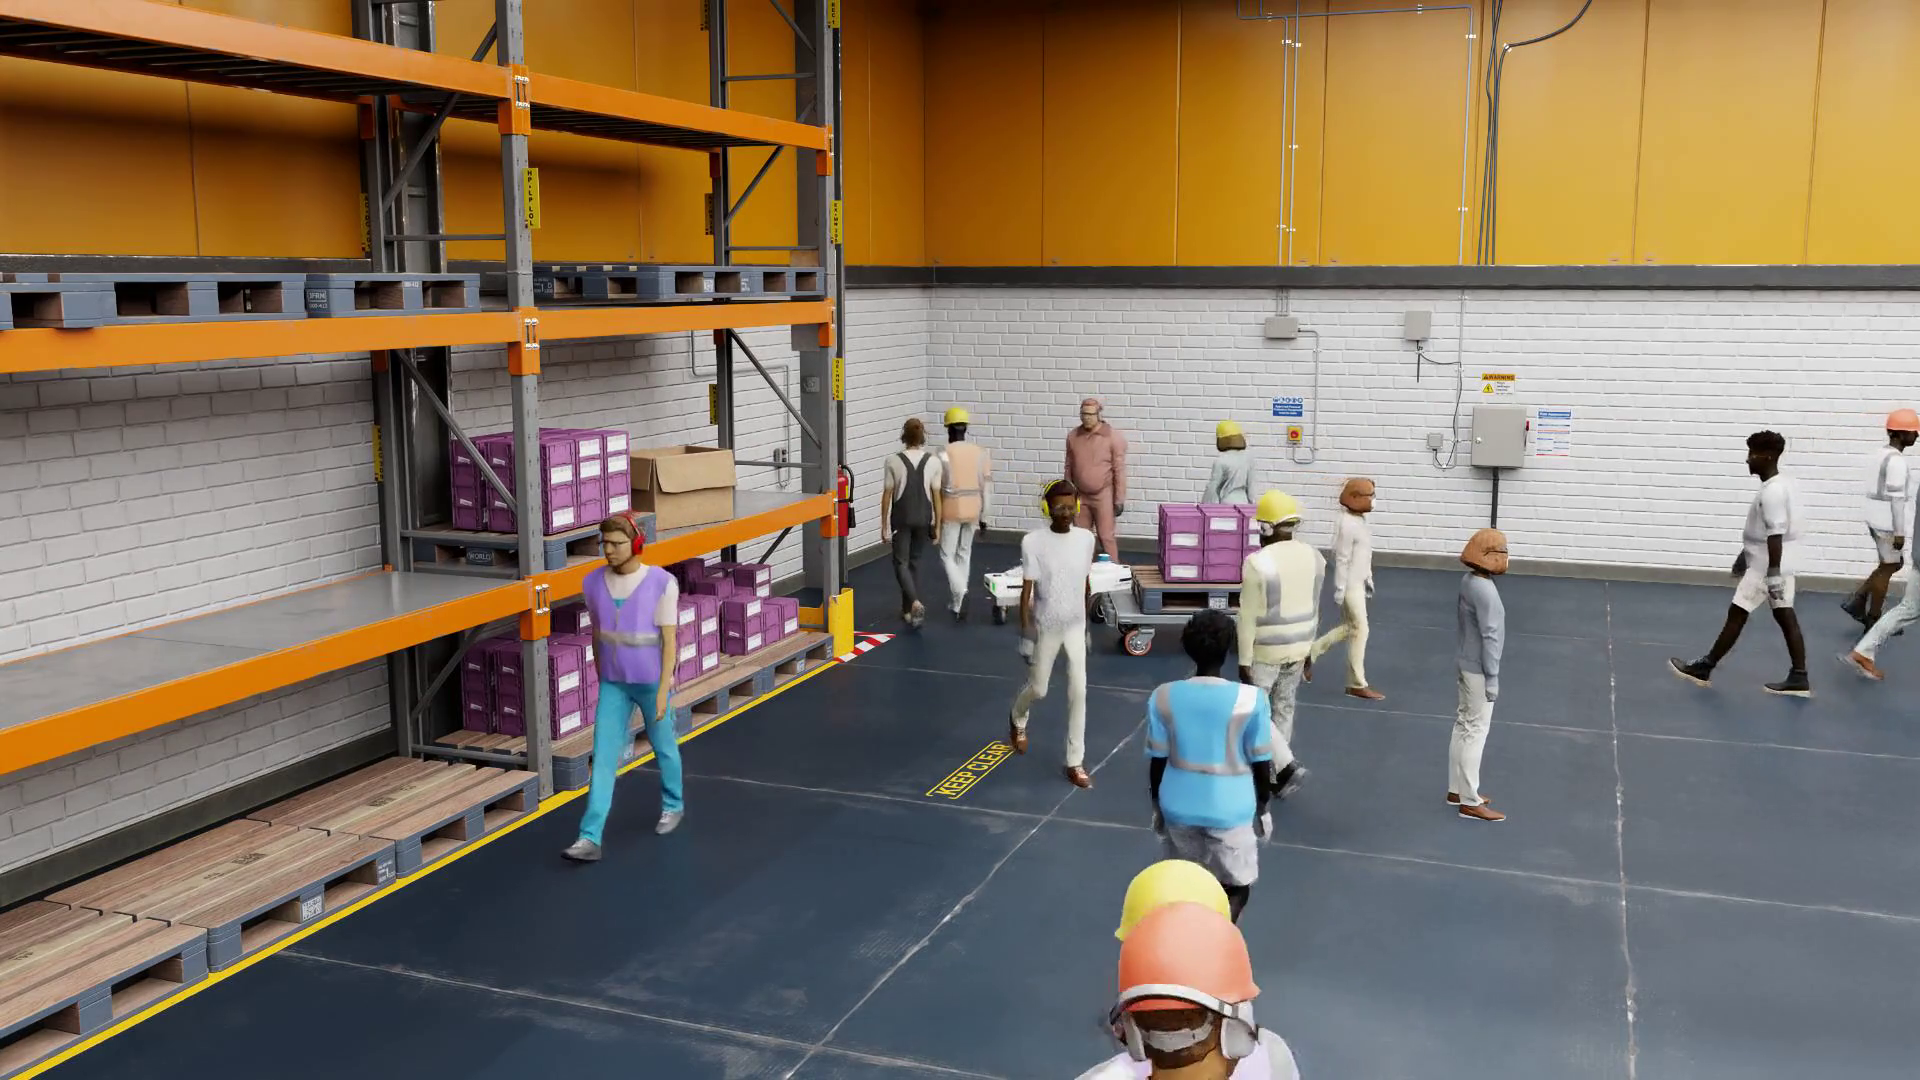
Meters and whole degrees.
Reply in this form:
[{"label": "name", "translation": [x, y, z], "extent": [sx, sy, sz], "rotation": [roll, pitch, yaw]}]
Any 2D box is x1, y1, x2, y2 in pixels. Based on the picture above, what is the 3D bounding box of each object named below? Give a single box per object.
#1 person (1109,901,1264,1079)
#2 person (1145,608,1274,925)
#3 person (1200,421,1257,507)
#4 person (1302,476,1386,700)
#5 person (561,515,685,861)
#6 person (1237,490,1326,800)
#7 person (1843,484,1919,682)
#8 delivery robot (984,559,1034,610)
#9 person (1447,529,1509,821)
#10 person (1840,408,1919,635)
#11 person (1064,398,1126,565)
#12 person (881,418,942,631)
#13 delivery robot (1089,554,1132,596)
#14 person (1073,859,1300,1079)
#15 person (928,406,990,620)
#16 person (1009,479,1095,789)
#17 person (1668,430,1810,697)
[{"label": "person", "translation": [0.358, 1.617, 2.854], "extent": [0.655, 1.950, 0.675], "rotation": [-6, 11, -32]}, {"label": "person", "translation": [0.990, 1.118, 6.806], "extent": [0.535, 1.678, 0.665], "rotation": [5, 10, 28]}, {"label": "person", "translation": [2.436, -0.254, 15.394], "extent": [0.494, 1.692, 0.894], "rotation": [-9, 13, -44]}, {"label": "person", "translation": [2.768, 0.329, 11.994], "extent": [0.617, 1.611, 0.501], "rotation": [4, 10, 23]}, {"label": "person", "translation": [-1.739, 0.757, 8.747], "extent": [0.574, 1.792, 0.984], "rotation": [3, 9, 16]}, {"label": "person", "translation": [1.835, 0.620, 9.524], "extent": [0.597, 1.815, 0.524], "rotation": [-5, 10, -29]}, {"label": "person", "translation": [7.111, 0.159, 12.192], "extent": [1.007, 1.905, 0.632], "rotation": [3, 10, 18]}, {"label": "delivery robot", "translation": [0.576, 0.404, 14.538], "extent": [0.707, 0.478, 0.477], "rotation": [-2, 9, -11]}, {"label": "person", "translation": [2.918, 0.742, 9.333], "extent": [0.275, 1.632, 0.507], "rotation": [0, 9, 2]}, {"label": "person", "translation": [7.823, -0.148, 13.996], "extent": [0.421, 1.924, 0.570], "rotation": [2, 9, 13]}, {"label": "person", "translation": [1.302, -0.424, 15.897], "extent": [0.653, 1.880, 0.522], "rotation": [6, 11, 32]}, {"label": "person", "translation": [-0.405, -0.136, 14.275], "extent": [0.522, 1.817, 0.829], "rotation": [-2, 9, -14]}, {"label": "delivery robot", "translation": [1.281, 0.368, 14.761], "extent": [0.707, 0.478, 0.477], "rotation": [-7, 11, -37]}, {"label": "person", "translation": [0.349, 1.572, 3.322], "extent": [0.653, 1.886, 0.595], "rotation": [-6, 11, -33]}, {"label": "person", "translation": [0.001, -0.232, 14.644], "extent": [0.599, 1.891, 0.775], "rotation": [-4, 10, -22]}, {"label": "person", "translation": [0.554, 0.520, 10.119], "extent": [0.528, 1.840, 0.871], "rotation": [-3, 10, -21]}, {"label": "person", "translation": [5.750, 0.162, 12.081], "extent": [0.987, 1.915, 0.612], "rotation": [6, 11, 35]}]
